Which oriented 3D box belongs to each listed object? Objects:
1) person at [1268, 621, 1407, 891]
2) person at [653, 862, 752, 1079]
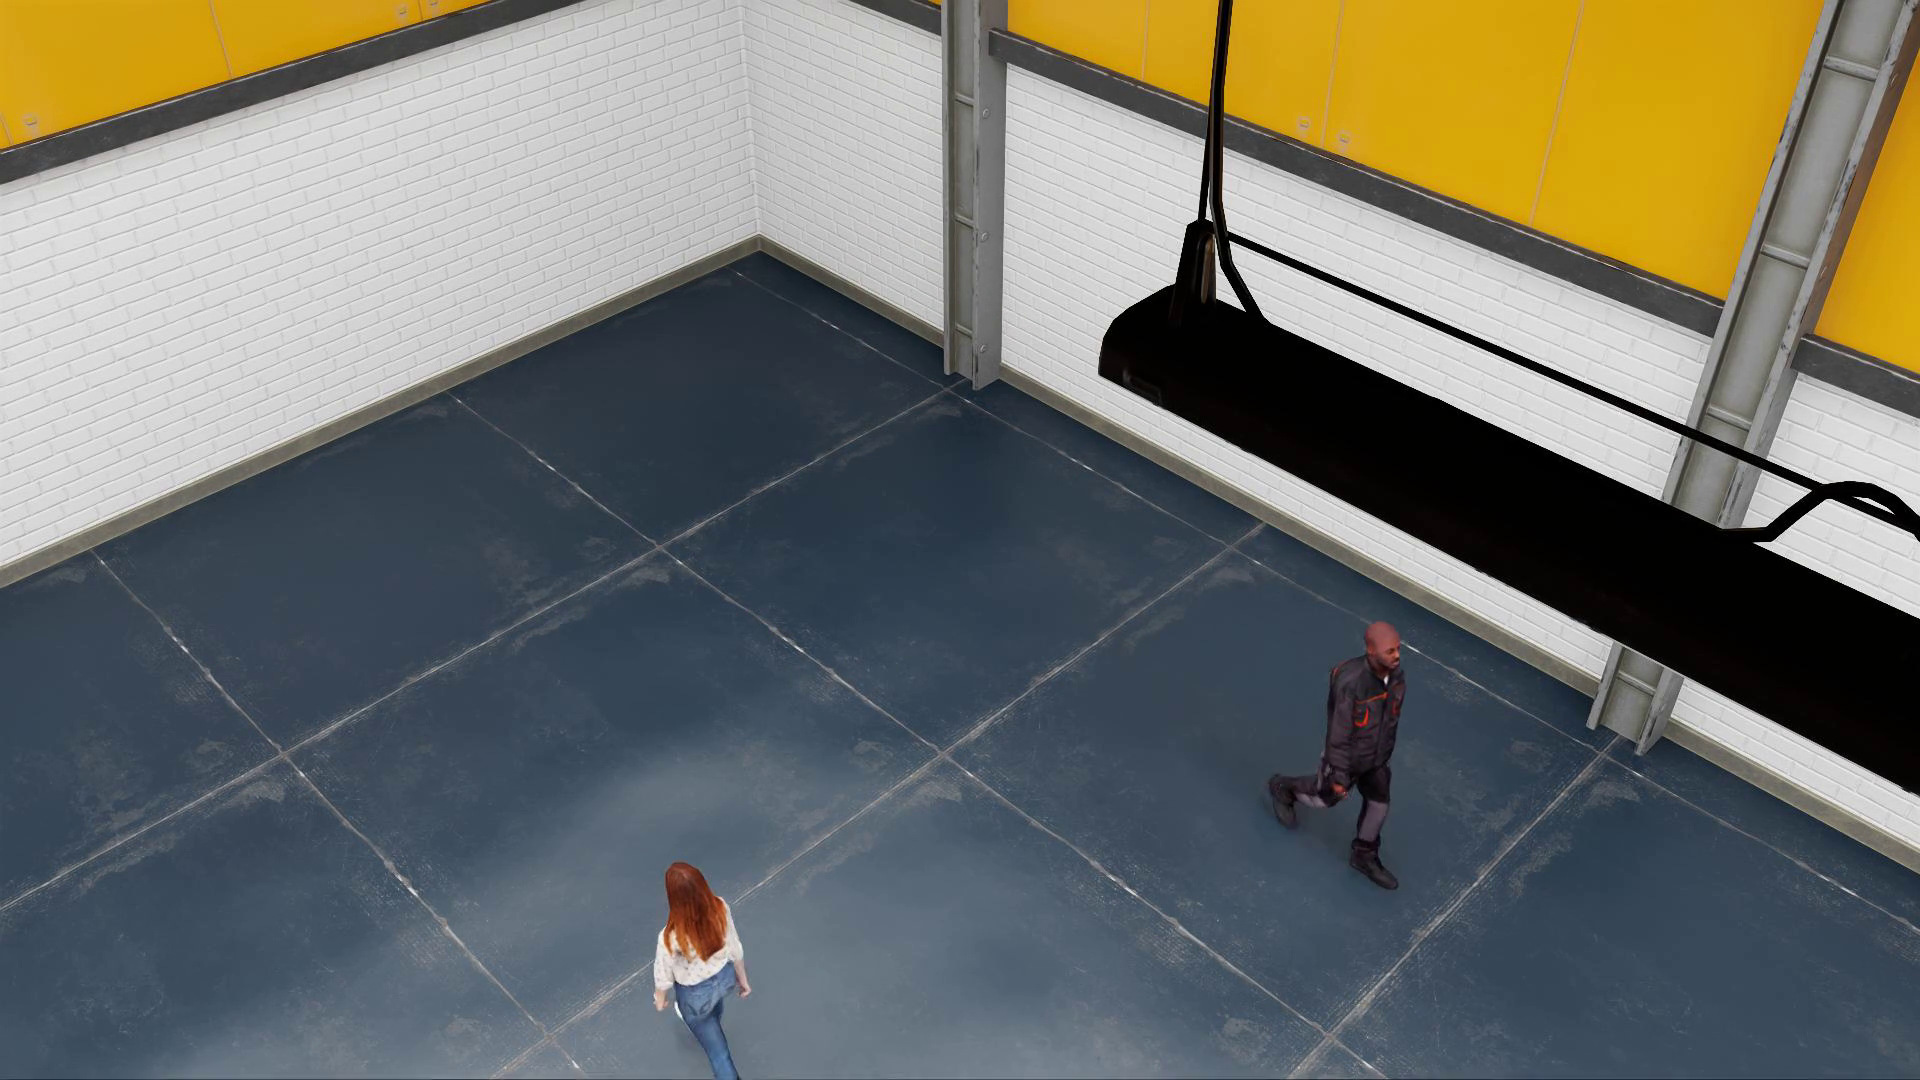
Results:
[{"bbox_3d":[2.196,1.146,9.538,0.885,1.800,1.254,-21,43,-24],"label":"person"},{"bbox_3d":[-1.196,2.268,8.216,0.582,1.696,1.007,-31,48,-33],"label":"person"}]
